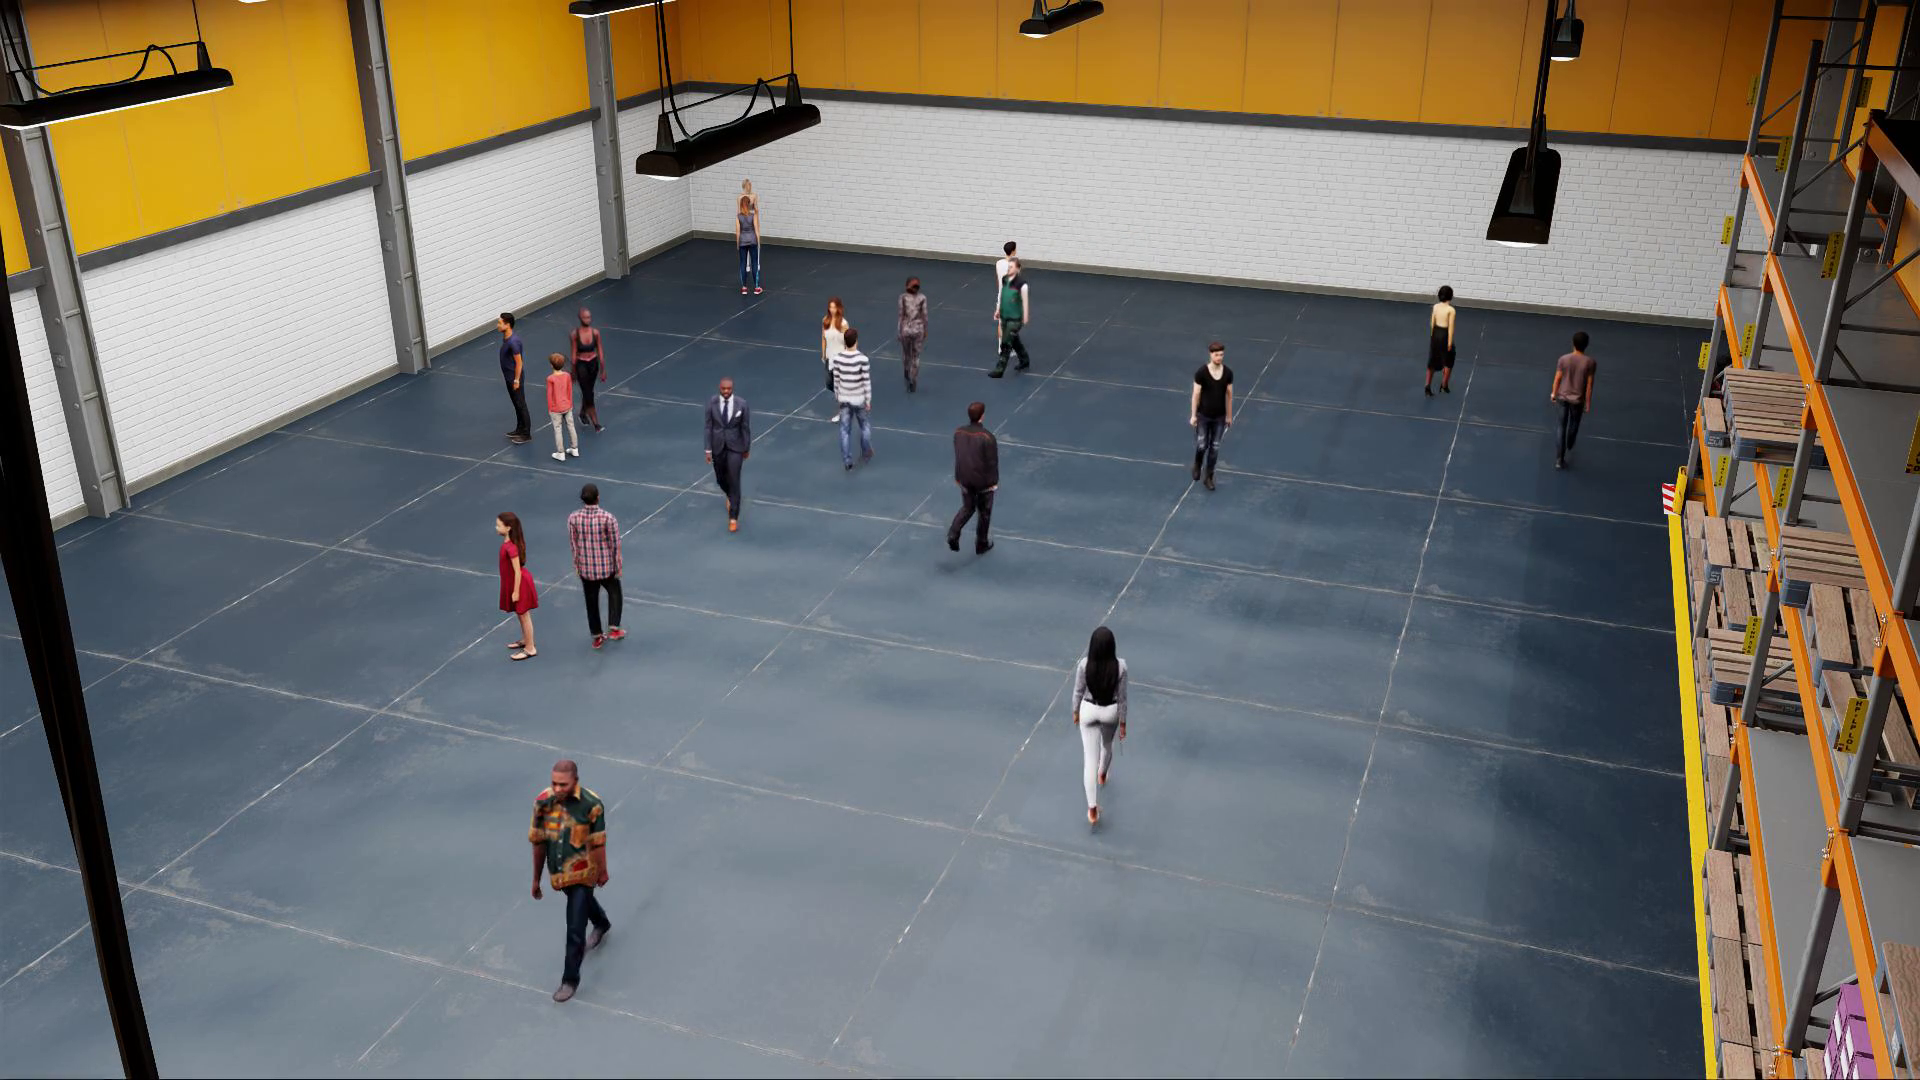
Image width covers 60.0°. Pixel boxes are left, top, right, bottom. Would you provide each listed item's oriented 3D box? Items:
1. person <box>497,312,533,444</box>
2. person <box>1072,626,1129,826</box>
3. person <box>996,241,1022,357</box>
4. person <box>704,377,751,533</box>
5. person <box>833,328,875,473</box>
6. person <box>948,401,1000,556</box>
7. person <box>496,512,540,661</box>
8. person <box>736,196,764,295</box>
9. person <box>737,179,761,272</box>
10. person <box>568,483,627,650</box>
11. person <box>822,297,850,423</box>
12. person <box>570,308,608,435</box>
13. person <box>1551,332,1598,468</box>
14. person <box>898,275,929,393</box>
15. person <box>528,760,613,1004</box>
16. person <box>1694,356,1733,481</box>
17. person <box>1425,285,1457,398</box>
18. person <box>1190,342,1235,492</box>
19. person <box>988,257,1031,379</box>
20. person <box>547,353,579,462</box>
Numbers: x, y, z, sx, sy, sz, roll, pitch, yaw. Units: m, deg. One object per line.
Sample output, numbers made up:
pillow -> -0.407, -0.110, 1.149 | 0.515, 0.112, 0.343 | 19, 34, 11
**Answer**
person -> -5.971, -2.193, 22.312 | 0.756, 1.793, 0.716 | -13, 27, -26
person -> 1.157, 1.557, 13.877 | 0.843, 1.677, 1.236 | 2, 24, 4
person -> 0.756, -3.762, 25.906 | 0.719, 1.789, 0.713 | 21, 31, 40
person -> -2.769, -1.089, 19.778 | 0.901, 1.800, 1.217 | 1, 24, 3
person -> -1.406, -1.760, 21.285 | 0.783, 1.821, 1.026 | 3, 24, 8
person -> 0.132, -0.646, 18.736 | 0.842, 1.823, 0.966 | 15, 28, 31
person -> -4.420, 0.430, 16.612 | 0.740, 1.553, 0.680 | -8, 25, -18
person -> -3.727, -5.195, 29.266 | 0.629, 1.724, 0.634 | 0, 24, -1
person -> -3.903, -5.836, 30.761 | 0.669, 1.701, 0.727 | -10, 26, -22
person -> -3.665, 0.290, 16.688 | 0.782, 1.748, 0.764 | 0, 24, 1
person -> -1.663, -2.530, 23.106 | 0.696, 1.774, 0.773 | 12, 26, 25
person -> -5.123, -2.334, 22.731 | 1.196, 1.716, 1.143 | -14, 27, -29
person -> 7.863, -1.779, 21.427 | 0.674, 1.742, 1.060 | 9, 25, 20
person -> -0.690, -2.989, 24.264 | 0.852, 1.687, 1.072 | -2, 24, -3
person -> -2.753, 2.332, 12.005 | 0.752, 1.758, 1.234 | 6, 24, 13
person -> 9.538, -1.576, 21.098 | 0.706, 1.634, 0.542 | -1, 24, -3
person -> 6.885, -2.841, 23.987 | 0.835, 1.640, 0.767 | -17, 29, -34
person -> 3.120, -1.589, 20.808 | 0.857, 1.890, 0.919 | -2, 24, -5
person -> 0.827, -3.347, 24.943 | 1.219, 1.800, 1.036 | -17, 29, -33
person -> -5.222, -1.753, 21.780 | 0.530, 1.414, 0.637 | -21, 31, -39
